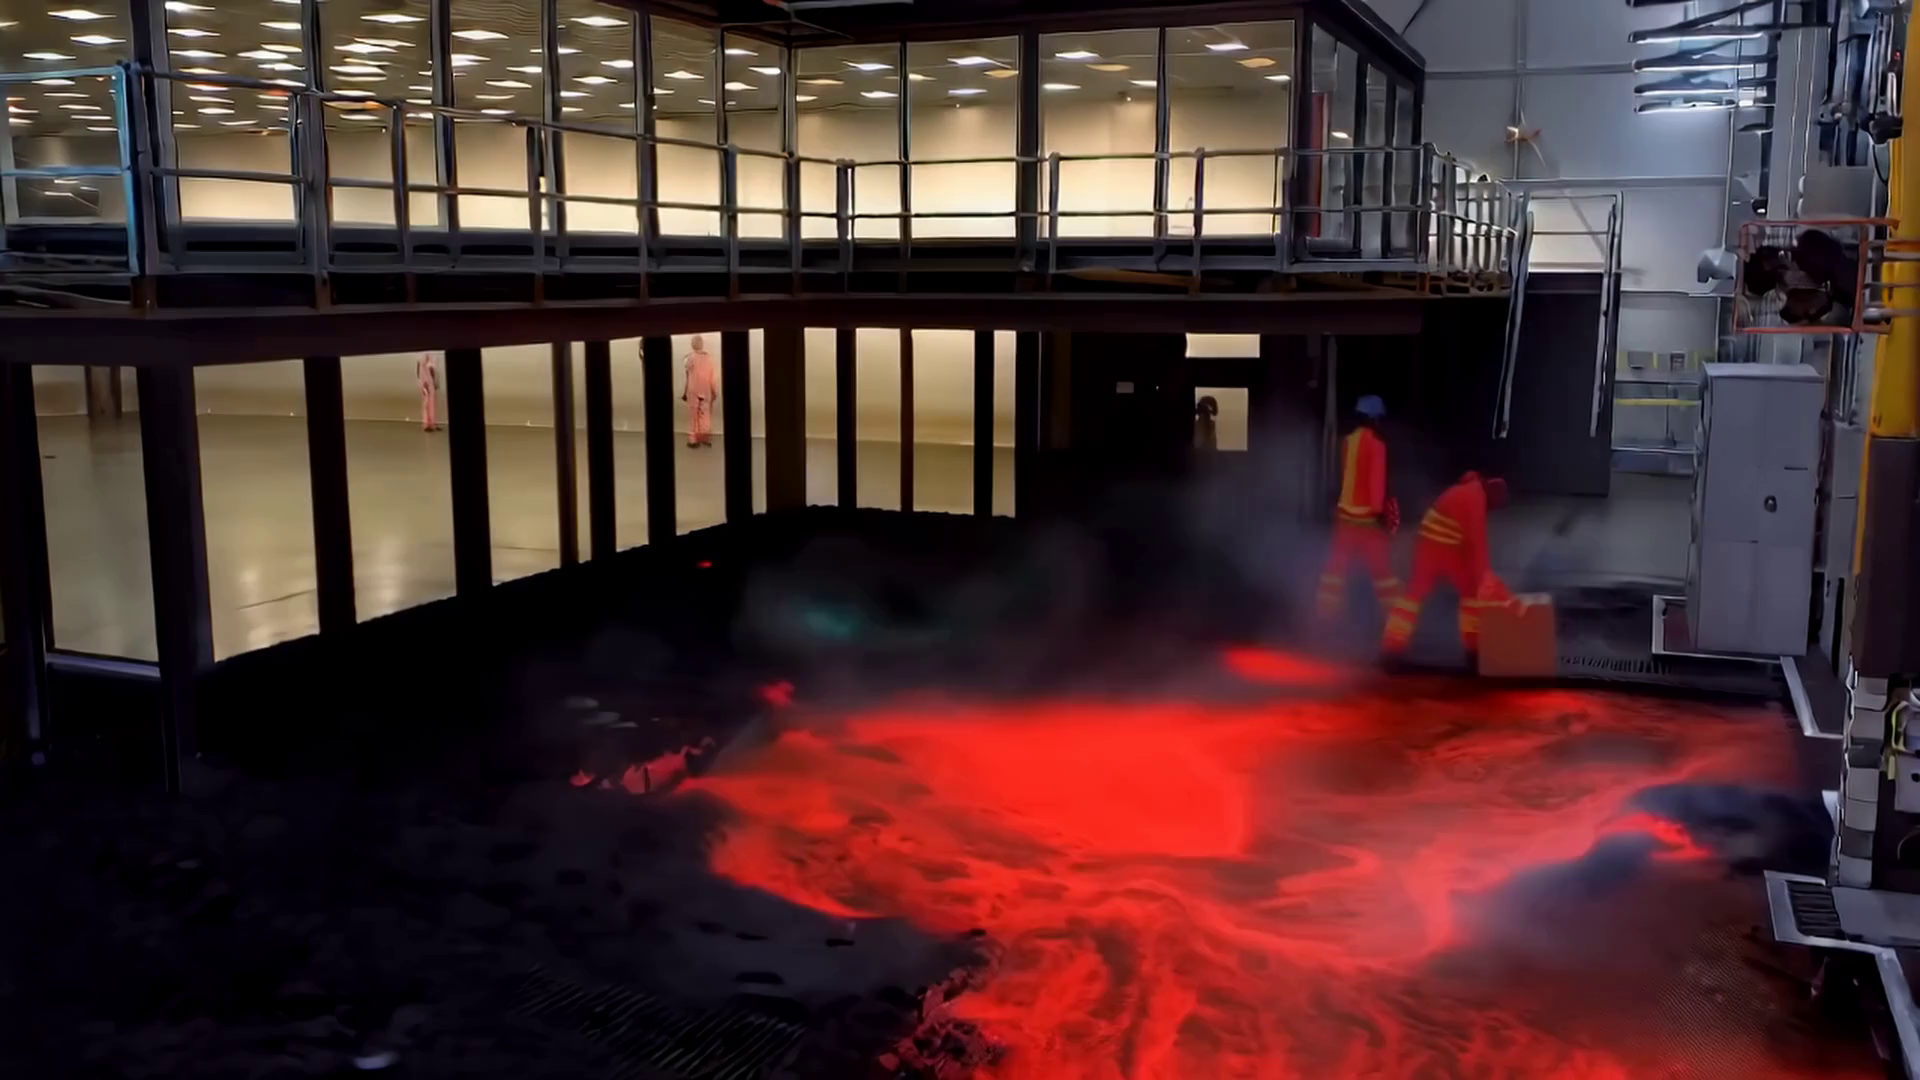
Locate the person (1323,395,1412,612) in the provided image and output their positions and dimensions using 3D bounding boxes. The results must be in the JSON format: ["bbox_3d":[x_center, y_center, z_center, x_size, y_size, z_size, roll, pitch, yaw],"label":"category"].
[{"bbox_3d":[3.629,-0.313,14.863,0.850,1.958,0.640,-4,10,-23],"label":"person"}]
